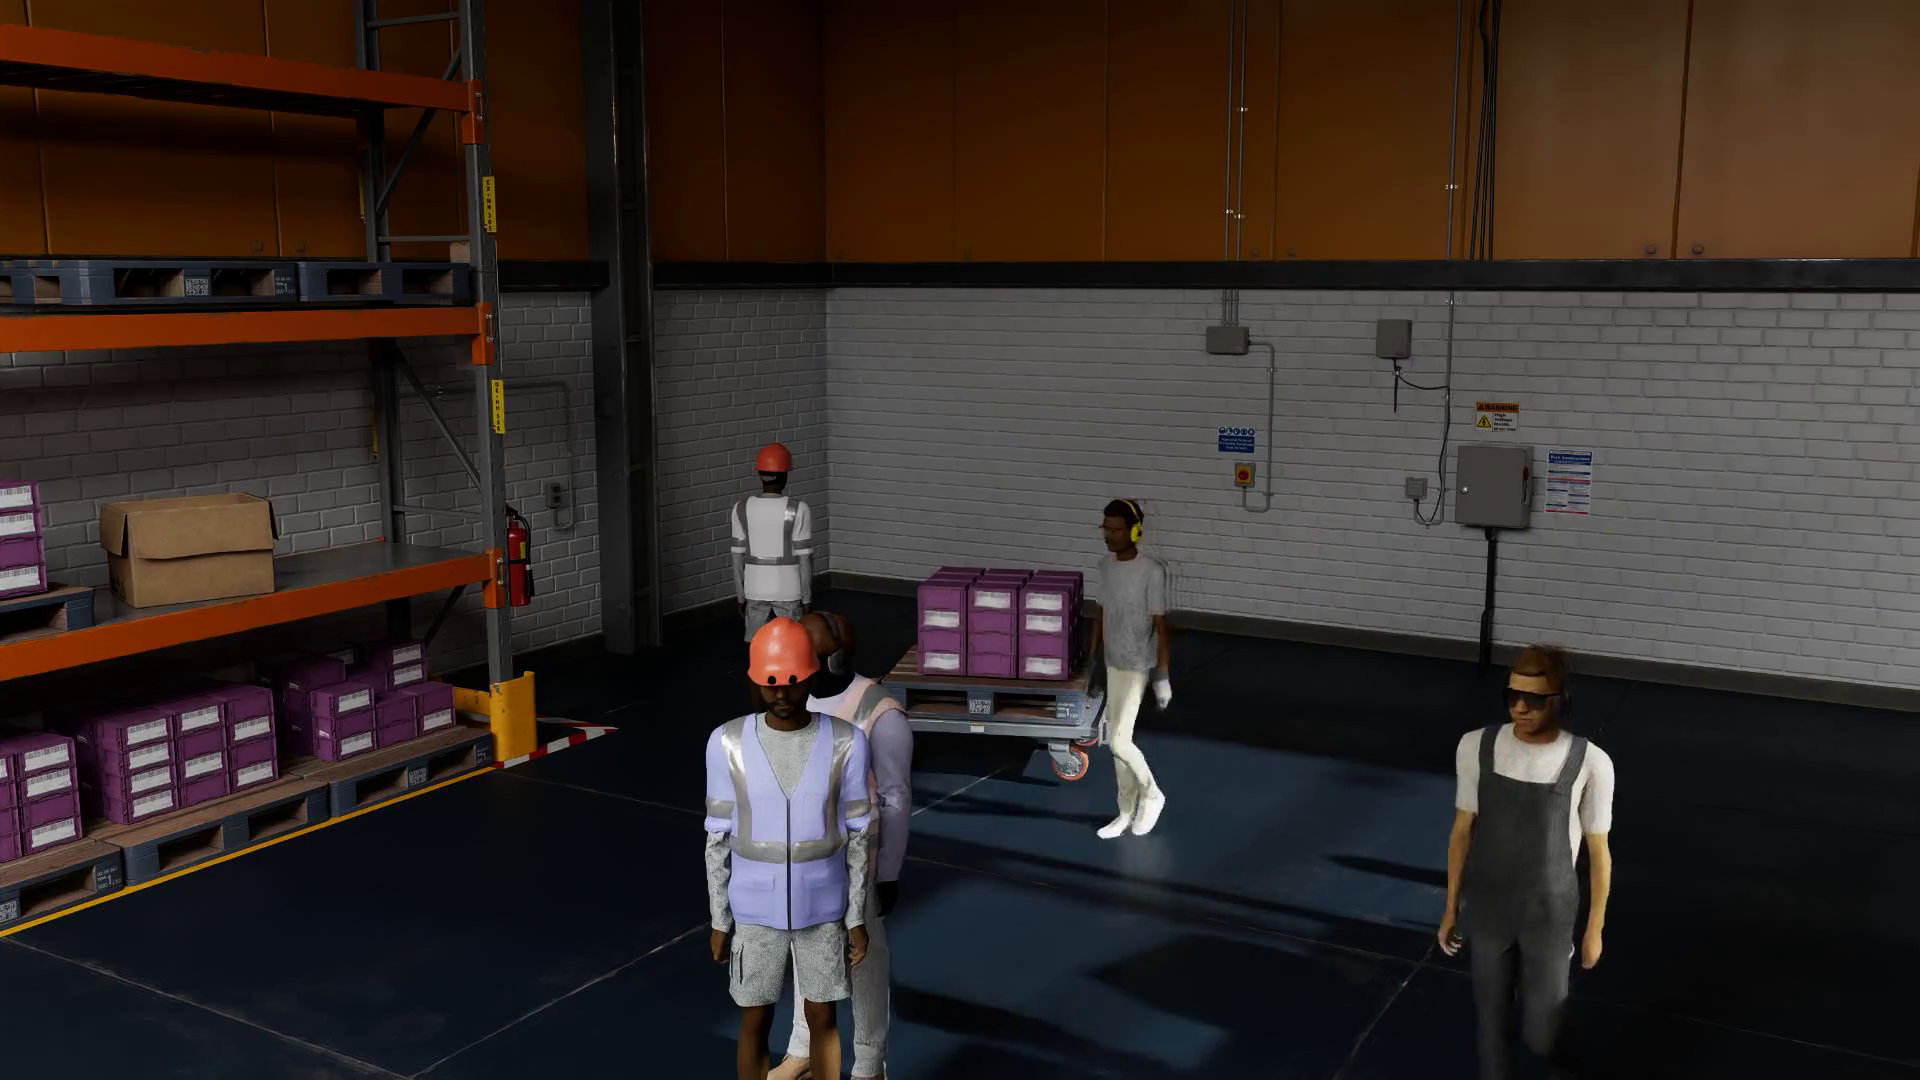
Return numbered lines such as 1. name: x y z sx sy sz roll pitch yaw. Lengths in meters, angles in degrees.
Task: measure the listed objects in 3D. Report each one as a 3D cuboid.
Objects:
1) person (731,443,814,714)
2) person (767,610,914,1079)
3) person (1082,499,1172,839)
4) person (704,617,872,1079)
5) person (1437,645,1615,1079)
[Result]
1. person: -1.208 0.336 10.840 0.547 1.938 0.377 2 9 13
2. person: -0.475 1.156 6.033 0.632 1.840 0.429 6 11 35
3. person: 0.872 0.699 8.852 0.399 1.852 0.556 -6 11 -35
4. person: -0.557 1.201 5.445 0.545 1.938 0.362 -1 9 -6
5. person: 1.893 1.235 5.571 0.516 1.830 0.501 7 11 36
